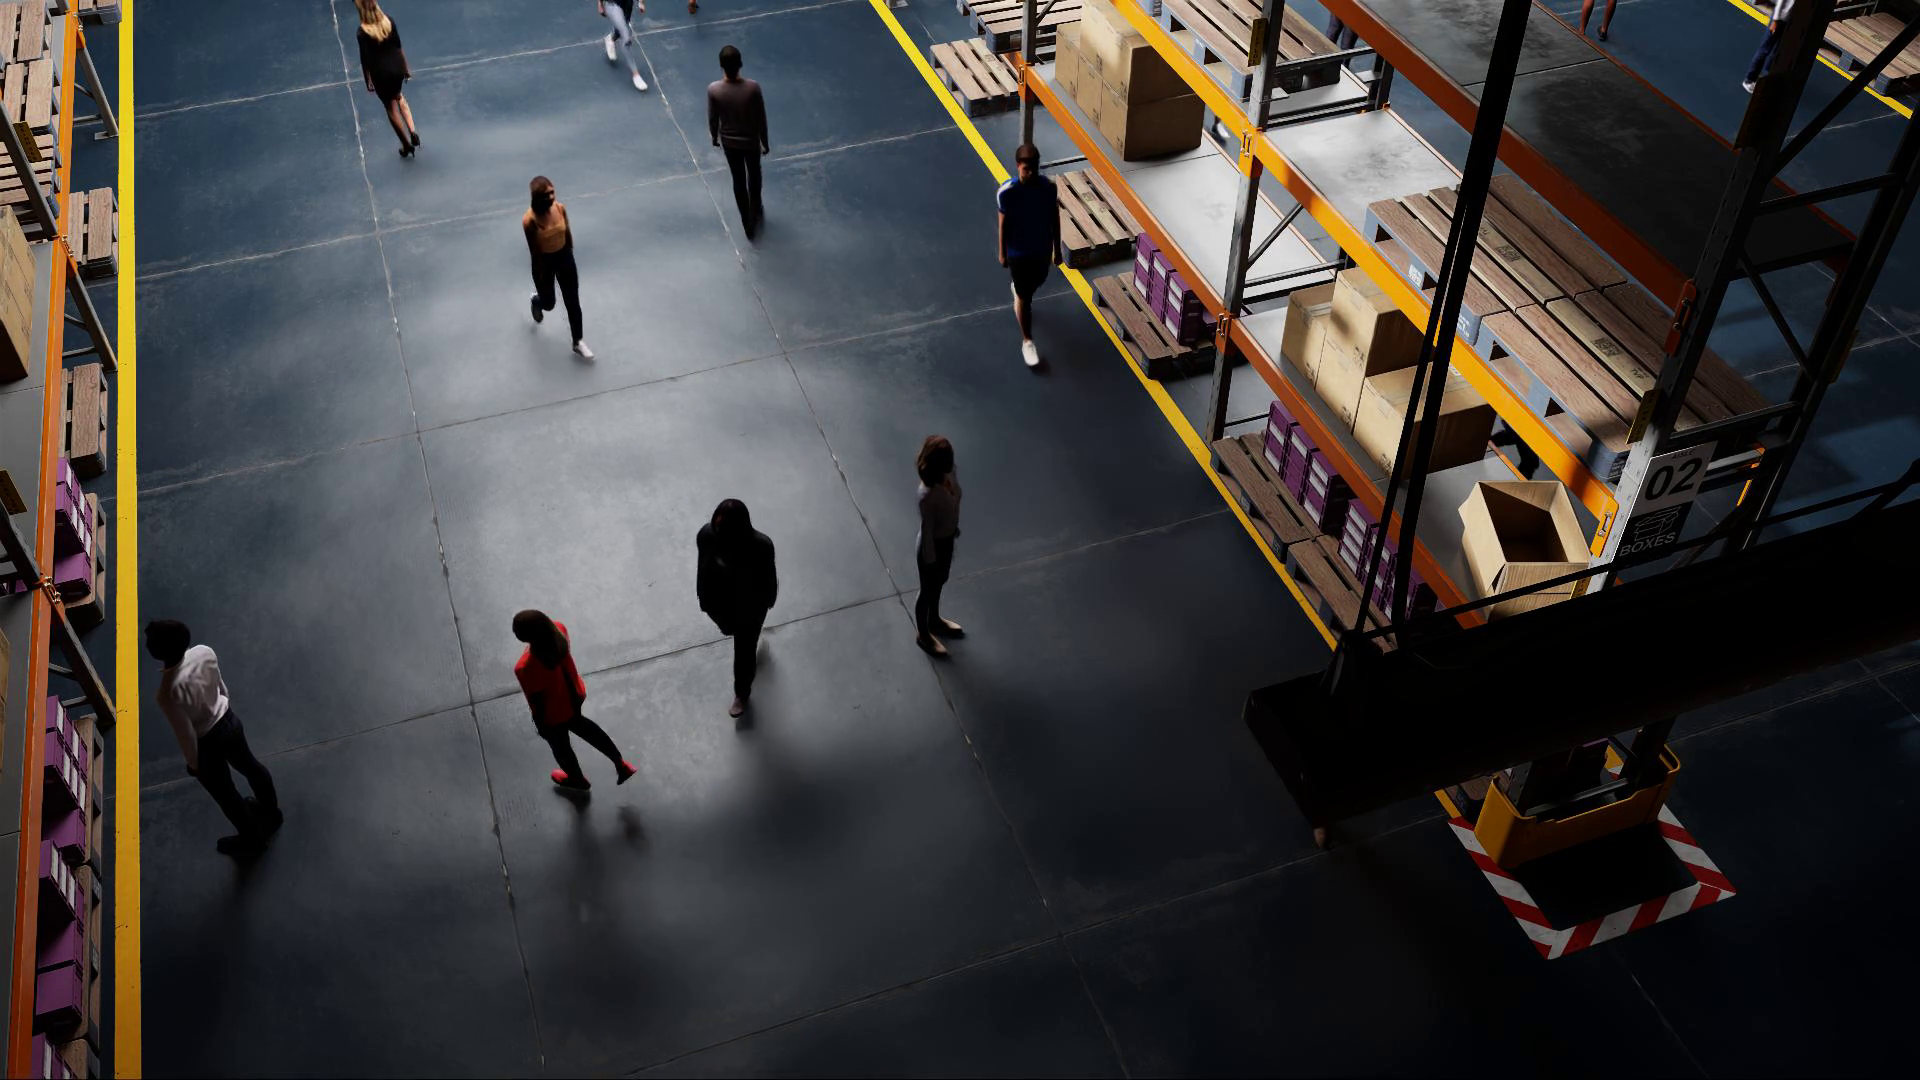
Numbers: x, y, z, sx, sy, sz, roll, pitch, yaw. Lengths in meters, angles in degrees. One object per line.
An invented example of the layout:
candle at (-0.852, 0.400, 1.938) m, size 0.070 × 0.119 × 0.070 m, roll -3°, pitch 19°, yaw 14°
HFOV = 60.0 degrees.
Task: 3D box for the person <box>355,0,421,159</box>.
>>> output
person at (-5.287, -4.303, 15.533) m, size 0.723 × 1.664 × 0.685 m, roll 28°, pitch 50°, yaw 27°

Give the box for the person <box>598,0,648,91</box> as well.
person at (-3.470, -5.431, 16.719) m, size 0.783 × 1.660 × 1.206 m, roll -24°, pitch 49°, yaw -23°

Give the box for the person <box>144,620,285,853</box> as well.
person at (-4.349, 1.133, 9.675) m, size 0.784 × 1.872 × 0.695 m, roll 10°, pitch 45°, yaw 10°

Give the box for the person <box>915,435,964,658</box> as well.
person at (-0.152, 0.015, 10.905) m, size 0.708 × 1.795 × 0.649 m, roll 18°, pitch 46°, yaw 18°

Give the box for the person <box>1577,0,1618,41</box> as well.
person at (6.757, -6.041, 17.302) m, size 0.656 × 1.740 × 0.613 m, roll -3°, pitch 44°, yaw -3°

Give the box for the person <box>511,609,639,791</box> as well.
person at (-2.314, 1.006, 9.951) m, size 0.970 × 1.677 × 0.927 m, roll 15°, pitch 46°, yaw 15°

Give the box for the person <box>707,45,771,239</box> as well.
person at (-1.928, -3.436, 14.557) m, size 0.862 × 1.754 × 0.785 m, roll -13°, pitch 45°, yaw -14°

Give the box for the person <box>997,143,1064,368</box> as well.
person at (0.546, -2.403, 13.411) m, size 0.697 × 1.838 × 1.194 m, roll -12°, pitch 45°, yaw -13°

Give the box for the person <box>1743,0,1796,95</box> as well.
person at (8.245, -5.226, 16.578) m, size 0.538 × 1.557 × 0.503 m, roll -16°, pitch 46°, yaw -16°

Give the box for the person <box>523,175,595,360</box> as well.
person at (-3.328, -2.224, 13.392) m, size 0.796 × 1.606 × 1.062 m, roll -32°, pitch 52°, yaw -29°

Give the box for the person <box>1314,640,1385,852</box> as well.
person at (2.212, 1.123, 9.883) m, size 0.666 × 1.600 × 0.679 m, roll -22°, pitch 48°, yaw -21°

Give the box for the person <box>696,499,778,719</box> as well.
person at (-1.428, 0.333, 10.726) m, size 1.012 × 1.580 × 1.126 m, roll 12°, pitch 45°, yaw 12°
